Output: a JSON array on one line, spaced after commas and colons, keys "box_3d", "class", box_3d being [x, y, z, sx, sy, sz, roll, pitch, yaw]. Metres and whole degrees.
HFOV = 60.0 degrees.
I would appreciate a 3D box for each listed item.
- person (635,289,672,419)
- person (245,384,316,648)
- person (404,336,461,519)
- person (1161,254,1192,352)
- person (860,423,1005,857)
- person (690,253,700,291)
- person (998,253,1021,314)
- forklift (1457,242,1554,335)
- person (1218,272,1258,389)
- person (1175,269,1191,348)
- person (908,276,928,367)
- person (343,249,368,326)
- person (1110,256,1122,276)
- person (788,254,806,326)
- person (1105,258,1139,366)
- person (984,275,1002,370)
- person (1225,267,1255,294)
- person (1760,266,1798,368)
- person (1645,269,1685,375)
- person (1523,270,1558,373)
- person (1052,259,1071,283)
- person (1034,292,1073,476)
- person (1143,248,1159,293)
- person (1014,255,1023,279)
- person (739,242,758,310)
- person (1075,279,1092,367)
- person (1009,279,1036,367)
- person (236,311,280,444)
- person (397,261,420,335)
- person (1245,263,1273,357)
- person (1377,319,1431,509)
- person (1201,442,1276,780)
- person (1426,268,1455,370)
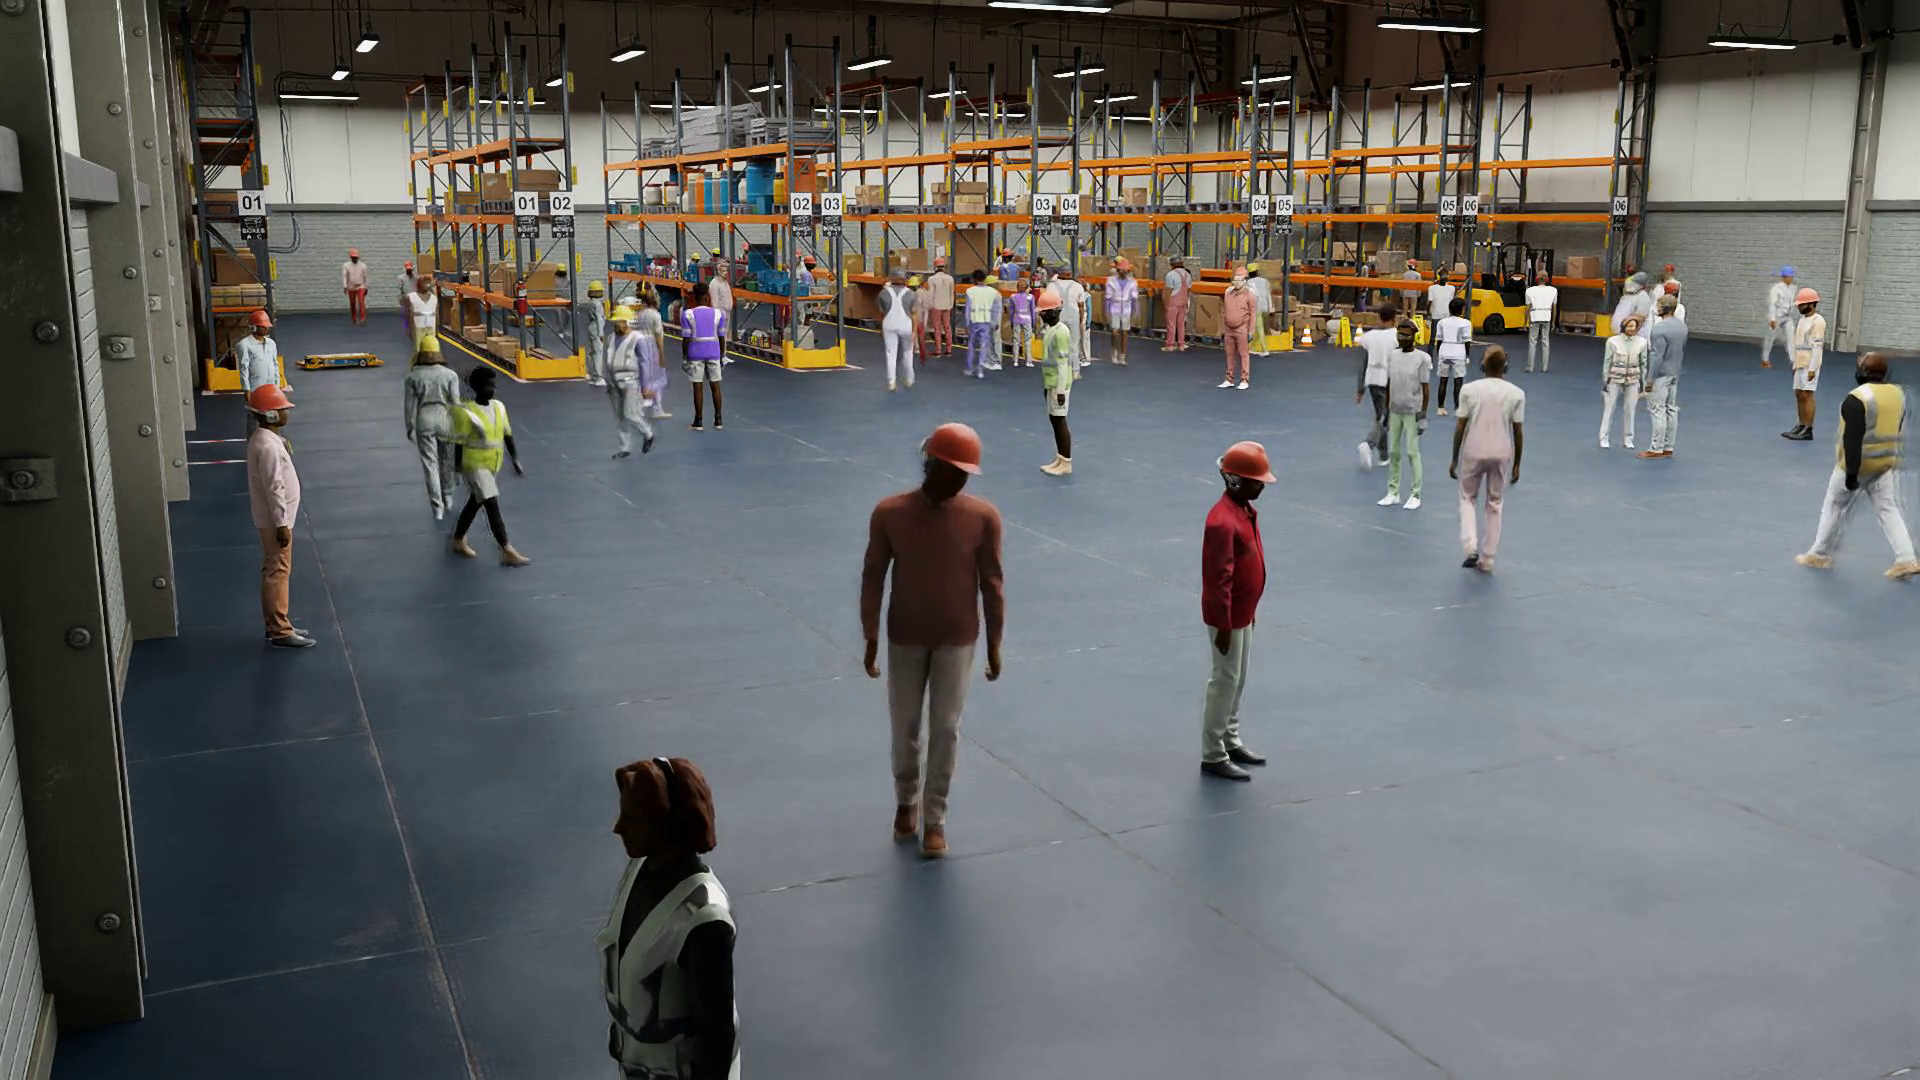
[{"box_3d": [-4.308, -2.559, 23.085, 0.590, 1.825, 0.528, -8, 14, -35], "class": "person"}, {"box_3d": [-4.541, -0.162, 11.073, 0.321, 1.755, 0.564, -6, 13, -28], "class": "person"}, {"box_3d": [-5.037, -1.092, 15.903, 0.512, 1.701, 0.849, -4, 12, -20], "class": "person"}, {"box_3d": [4.478, -4.958, 34.726, 0.684, 2.000, 0.535, -10, 15, -42], "class": "person"}, {"box_3d": [-0.122, 0.440, 7.513, 0.653, 1.947, 0.469, 1, 11, 3], "class": "person"}, {"box_3d": [-7.450, -7.201, 46.856, 0.335, 1.757, 0.518, 6, 13, 29], "class": "person"}, {"box_3d": [1.253, -6.292, 41.908, 0.662, 1.895, 0.405, 10, 15, 40], "class": "person"}, {"box_3d": [13.047, -6.049, 39.881, 2.313, 2.155, 1.214, -5, 12, -23], "class": "forklift"}, {"box_3d": [4.542, -3.427, 27.287, 0.653, 1.907, 0.408, 11, 15, 44], "class": "person"}, {"box_3d": [4.755, -4.933, 35.506, 0.321, 1.686, 0.539, -2, 11, -10], "class": "person"}, {"box_3d": [-0.834, -4.049, 30.947, 0.524, 1.713, 0.933, 3, 11, 13], "class": "person"}, {"box_3d": [-15.536, -6.492, 42.754, 0.606, 1.962, 0.937, -4, 12, -20], "class": "person"}, {"box_3d": [4.115, -6.541, 43.499, 0.343, 1.756, 0.518, -7, 13, -31], "class": "person"}, {"box_3d": [-3.886, -5.831, 39.524, 0.408, 1.903, 0.638, -11, 15, -43], "class": "person"}, {"box_3d": [3.058, -4.276, 31.289, 0.630, 2.024, 0.597, -1, 11, -3], "class": "person"}, {"box_3d": [0.593, -4.014, 30.709, 0.308, 1.736, 0.484, -6, 12, -27], "class": "person"}, {"box_3d": [4.953, -3.864, 29.472, 0.542, 1.928, 0.401, 5, 12, 22], "class": "person"}, {"box_3d": [15.159, -4.073, 30.586, 0.641, 1.892, 1.016, -3, 12, -15], "class": "person"}, {"box_3d": [12.442, -3.896, 29.769, 1.028, 1.898, 0.625, 9, 14, 39], "class": "person"}, {"box_3d": [10.447, -3.923, 29.966, 0.570, 1.845, 0.384, 1, 11, 3], "class": "person"}, {"box_3d": [2.286, -5.009, 35.332, 0.600, 1.908, 0.629, -5, 12, -23], "class": "person"}, {"box_3d": [1.020, -1.708, 18.271, 0.446, 2.027, 0.614, -2, 11, -10], "class": "person"}, {"box_3d": [4.860, -6.448, 42.338, 0.418, 2.034, 0.604, -4, 12, -18], "class": "person"}, {"box_3d": [1.758, -7.694, 49.705, 0.300, 1.625, 0.497, -2, 11, -9], "class": "person"}, {"box_3d": [-6.295, -7.861, 49.512, 0.618, 2.030, 0.410, 3, 12, 16], "class": "person"}, {"box_3d": [2.297, -4.090, 31.341, 0.311, 1.638, 0.522, -6, 13, -29], "class": "person"}, {"box_3d": [1.172, -4.049, 31.121, 0.514, 1.644, 0.308, 4, 12, 18], "class": "person"}, {"box_3d": [-8.173, -1.810, 19.490, 0.351, 1.743, 0.563, 5, 12, 23], "class": "person"}, {"box_3d": [-13.006, -5.728, 39.371, 0.565, 1.751, 0.330, -7, 13, -31], "class": "person"}, {"box_3d": [5.970, -4.626, 33.481, 0.617, 1.870, 0.987, -7, 13, -33], "class": "person"}, {"box_3d": [4.351, -1.230, 16.262, 0.330, 1.860, 0.505, -9, 14, -39], "class": "person"}, {"box_3d": [1.417, 0.357, 8.492, 0.352, 1.738, 0.574, 4, 12, 21], "class": "person"}, {"box_3d": [8.867, -4.074, 30.681, 0.538, 1.866, 0.313, 0, 11, -2], "class": "person"}]
